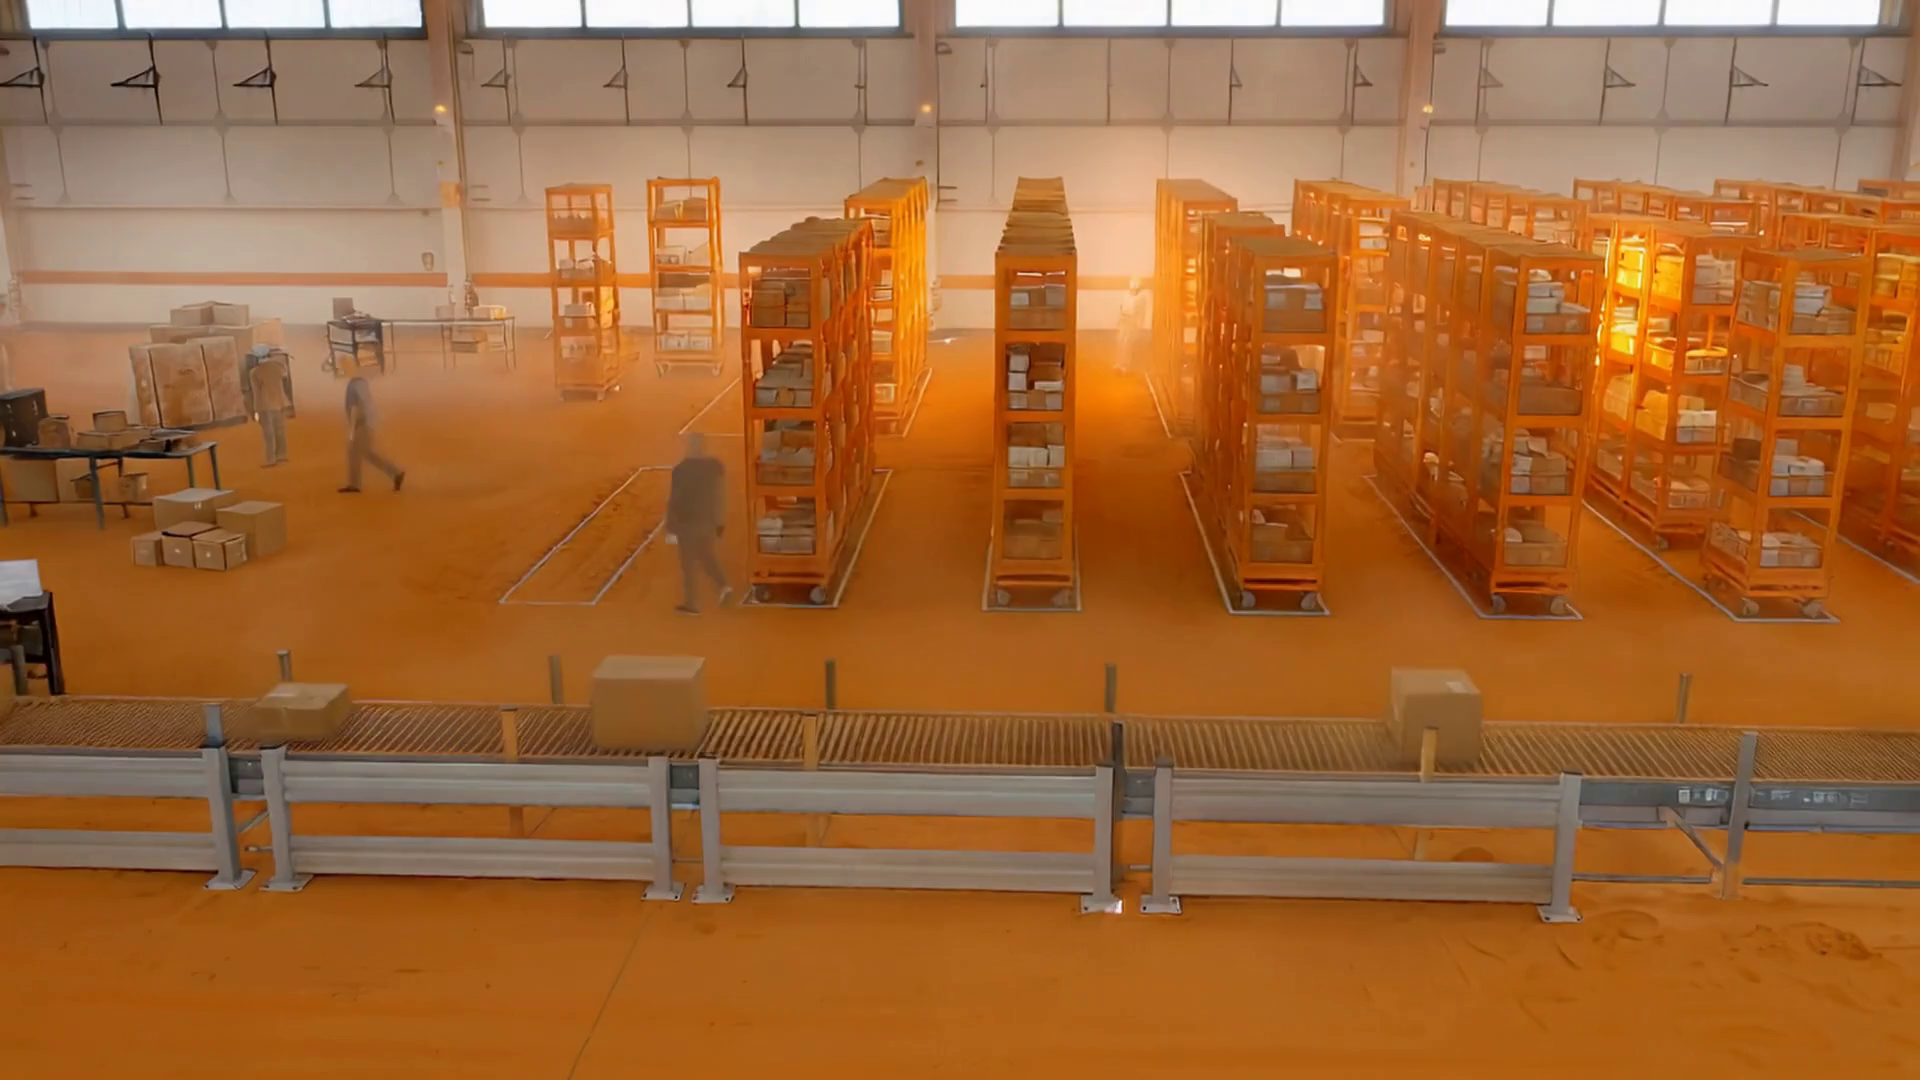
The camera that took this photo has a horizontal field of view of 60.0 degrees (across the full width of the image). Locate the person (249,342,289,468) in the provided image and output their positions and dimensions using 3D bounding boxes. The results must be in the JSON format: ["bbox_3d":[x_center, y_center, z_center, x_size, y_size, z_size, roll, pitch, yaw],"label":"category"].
[{"bbox_3d":[-9.667,-1.882,23.200,0.339,1.752,0.564,6,16,21],"label":"person"}]

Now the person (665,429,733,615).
[{"bbox_3d":[-2.582,-0.157,16.556,0.531,1.877,0.672,11,18,35],"label":"person"}]

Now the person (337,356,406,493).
[{"bbox_3d":[-7.739,-1.496,21.660,0.810,1.813,0.571,-4,16,-15],"label":"person"}]

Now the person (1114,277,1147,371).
[{"bbox_3d":[3.177,-4.053,31.194,0.632,1.786,0.412,12,19,37],"label":"person"}]

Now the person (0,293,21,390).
[{"bbox_3d":[-16.846,-3.504,29.268,0.417,1.726,0.497,9,17,29],"label":"person"}]
